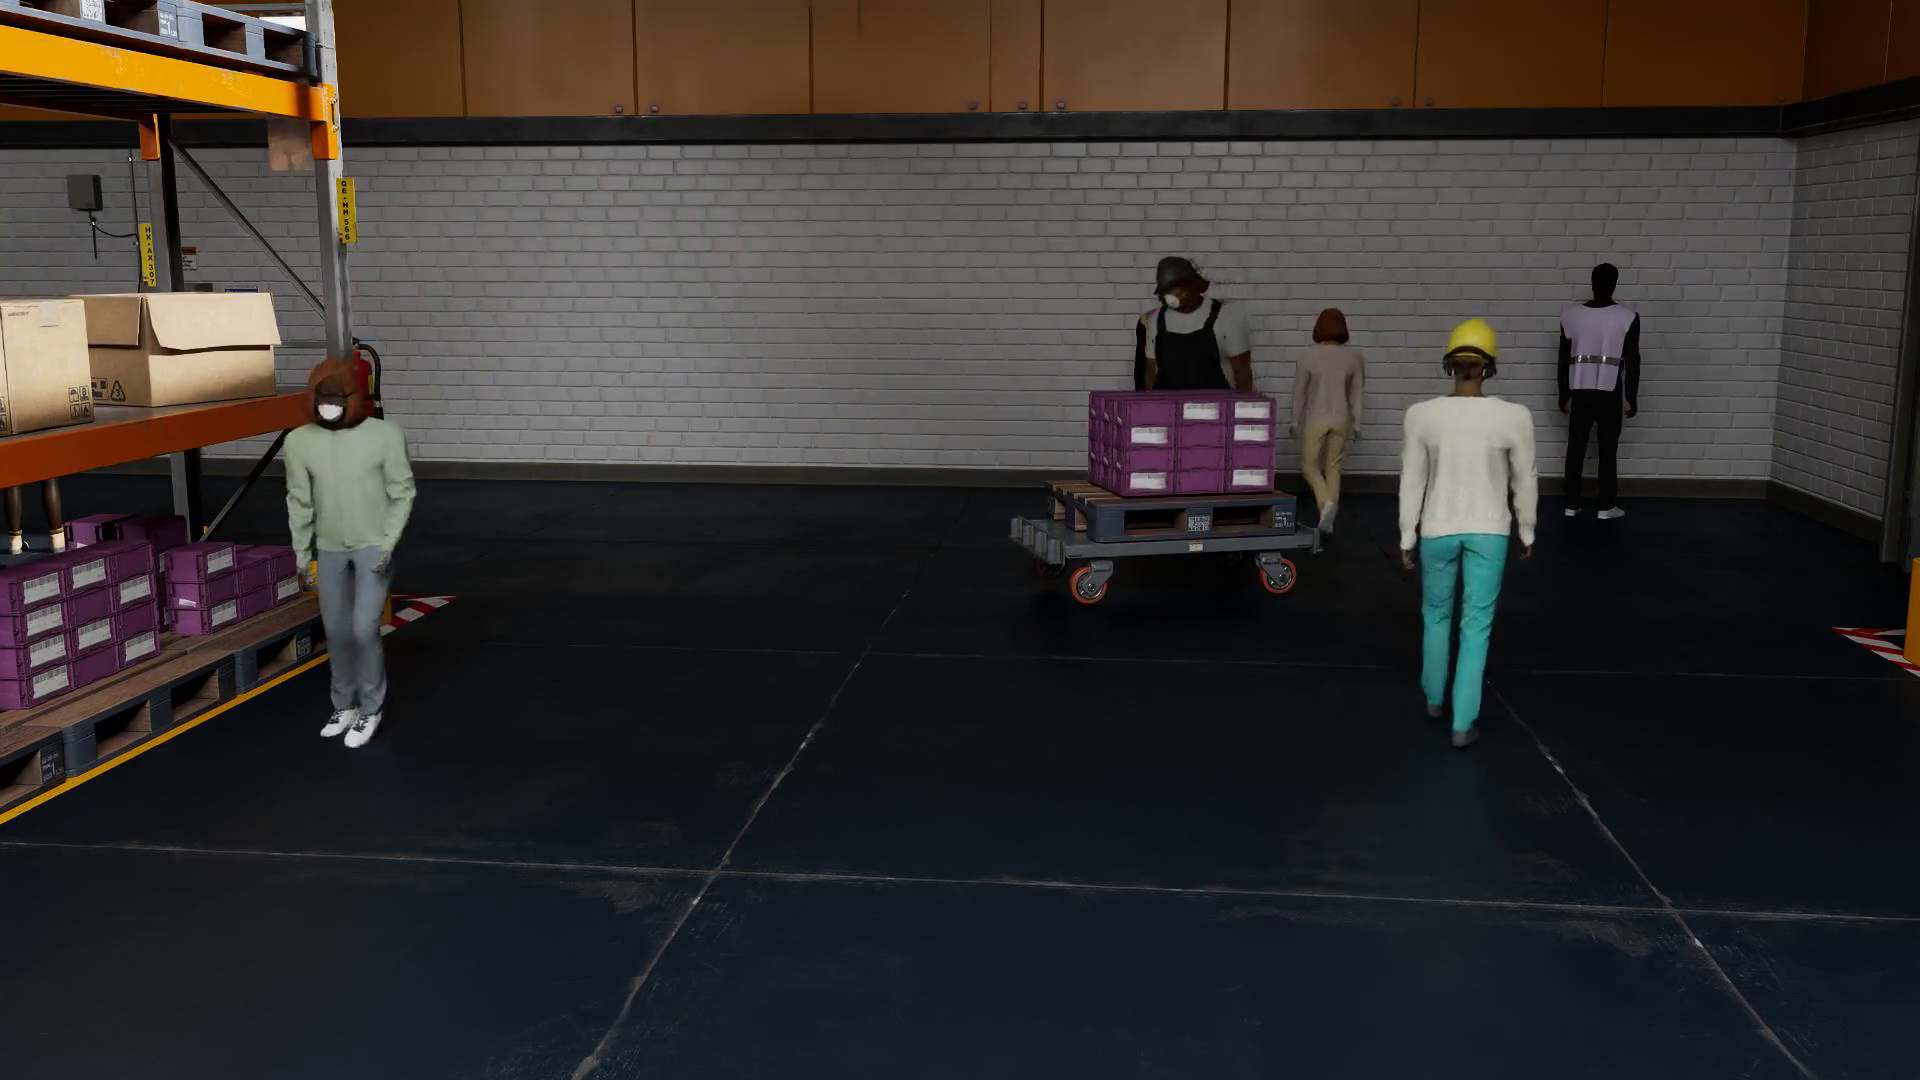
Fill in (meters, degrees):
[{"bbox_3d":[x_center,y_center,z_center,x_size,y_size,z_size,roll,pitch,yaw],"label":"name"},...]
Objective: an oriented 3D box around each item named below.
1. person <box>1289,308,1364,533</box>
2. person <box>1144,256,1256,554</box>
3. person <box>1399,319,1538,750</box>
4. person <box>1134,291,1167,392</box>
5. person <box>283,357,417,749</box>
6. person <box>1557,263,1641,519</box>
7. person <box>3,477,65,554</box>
[{"bbox_3d":[2.599,-0.821,11.711,0.510,1.615,0.554,-1,10,-7],"label":"person"},{"bbox_3d":[1.594,-0.898,10.953,0.832,2.000,0.580,4,11,23],"label":"person"},{"bbox_3d":[2.105,-0.037,6.899,0.537,1.749,0.606,5,11,27],"label":"person"},{"bbox_3d":[1.645,-1.140,12.930,0.622,1.838,0.429,-2,10,-9],"label":"person"},{"bbox_3d":[-2.462,0.048,6.801,0.528,1.595,0.500,0,10,2],"label":"person"},{"bbox_3d":[4.810,-1.118,12.551,0.597,1.921,0.383,8,12,37],"label":"person"},{"bbox_3d":[-6.215,-0.749,11.078,0.540,1.698,0.317,-2,10,-10],"label":"person"}]
